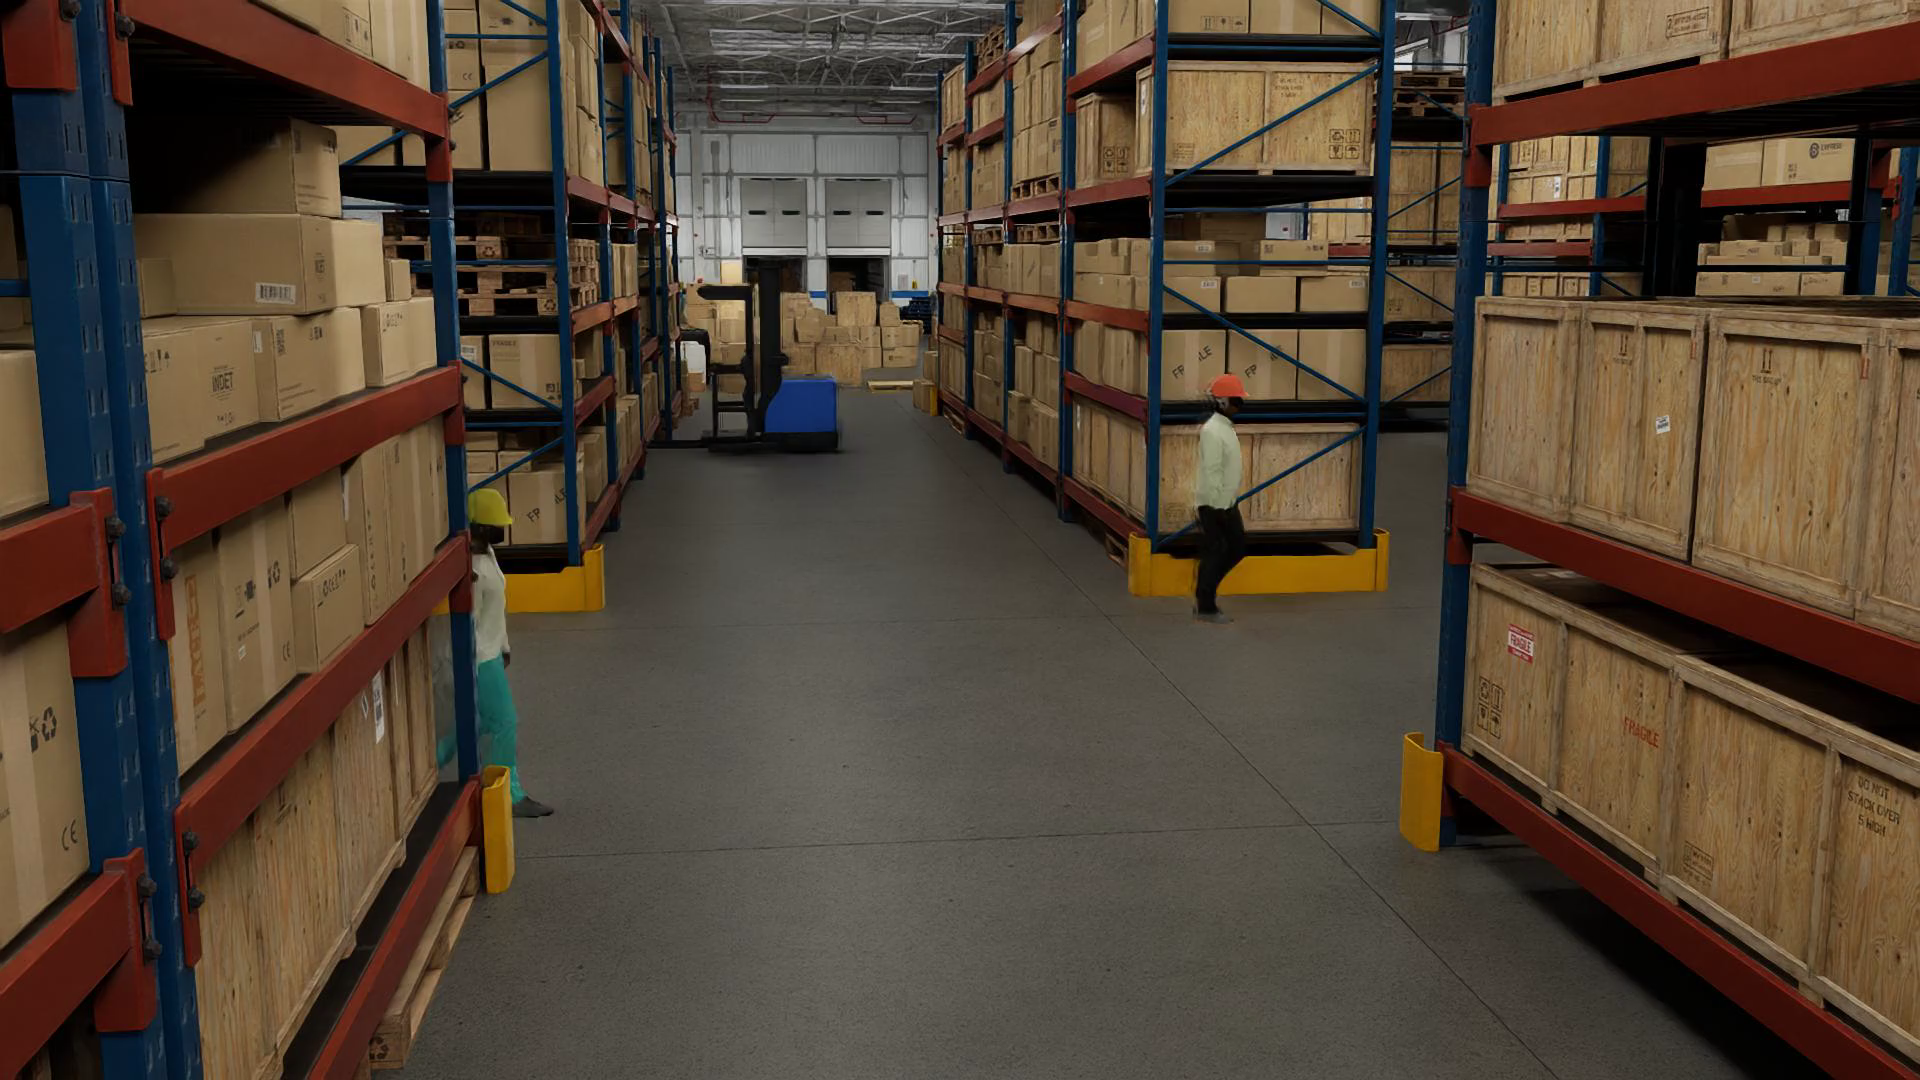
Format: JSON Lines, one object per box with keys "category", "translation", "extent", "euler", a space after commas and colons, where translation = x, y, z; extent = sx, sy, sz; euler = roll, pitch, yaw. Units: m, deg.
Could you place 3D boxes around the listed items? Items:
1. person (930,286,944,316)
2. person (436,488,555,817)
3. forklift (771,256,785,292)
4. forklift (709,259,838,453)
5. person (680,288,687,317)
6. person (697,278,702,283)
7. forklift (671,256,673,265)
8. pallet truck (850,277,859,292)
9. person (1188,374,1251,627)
{"category": "person", "translation": [-0.724, -7.780, 56.596], "extent": [0.628, 1.940, 0.377], "euler": [-6, 11, -31]}
{"category": "person", "translation": [-2.474, 0.584, 8.477], "extent": [0.654, 1.734, 0.537], "euler": [-2, 10, -10]}
{"category": "forklift", "translation": [-6.462, -8.662, 58.992], "extent": [1.873, 2.768, 1.129], "euler": [0, 10, 0]}
{"category": "forklift", "translation": [-2.769, -2.732, 24.472], "extent": [1.873, 2.768, 1.129], "euler": [-1, 10, -7]}
{"category": "person", "translation": [-10.521, -8.875, 63.941], "extent": [0.536, 1.591, 0.805], "euler": [-10, 14, -44]}
{"category": "person", "translation": [-10.769, -9.883, 68.852], "extent": [0.550, 1.934, 0.379], "euler": [-7, 12, -35]}
{"category": "forklift", "translation": [-10.987, -9.066, 61.344], "extent": [1.129, 2.768, 1.873], "euler": [-1, 10, -7]}
{"category": "pallet truck", "translation": [-3.782, -9.391, 65.808], "extent": [1.885, 1.965, 0.823], "euler": [2, 10, 10]}
{"category": "person", "translation": [2.029, -0.299, 12.899], "extent": [0.421, 1.980, 0.612], "euler": [4, 11, 24]}
